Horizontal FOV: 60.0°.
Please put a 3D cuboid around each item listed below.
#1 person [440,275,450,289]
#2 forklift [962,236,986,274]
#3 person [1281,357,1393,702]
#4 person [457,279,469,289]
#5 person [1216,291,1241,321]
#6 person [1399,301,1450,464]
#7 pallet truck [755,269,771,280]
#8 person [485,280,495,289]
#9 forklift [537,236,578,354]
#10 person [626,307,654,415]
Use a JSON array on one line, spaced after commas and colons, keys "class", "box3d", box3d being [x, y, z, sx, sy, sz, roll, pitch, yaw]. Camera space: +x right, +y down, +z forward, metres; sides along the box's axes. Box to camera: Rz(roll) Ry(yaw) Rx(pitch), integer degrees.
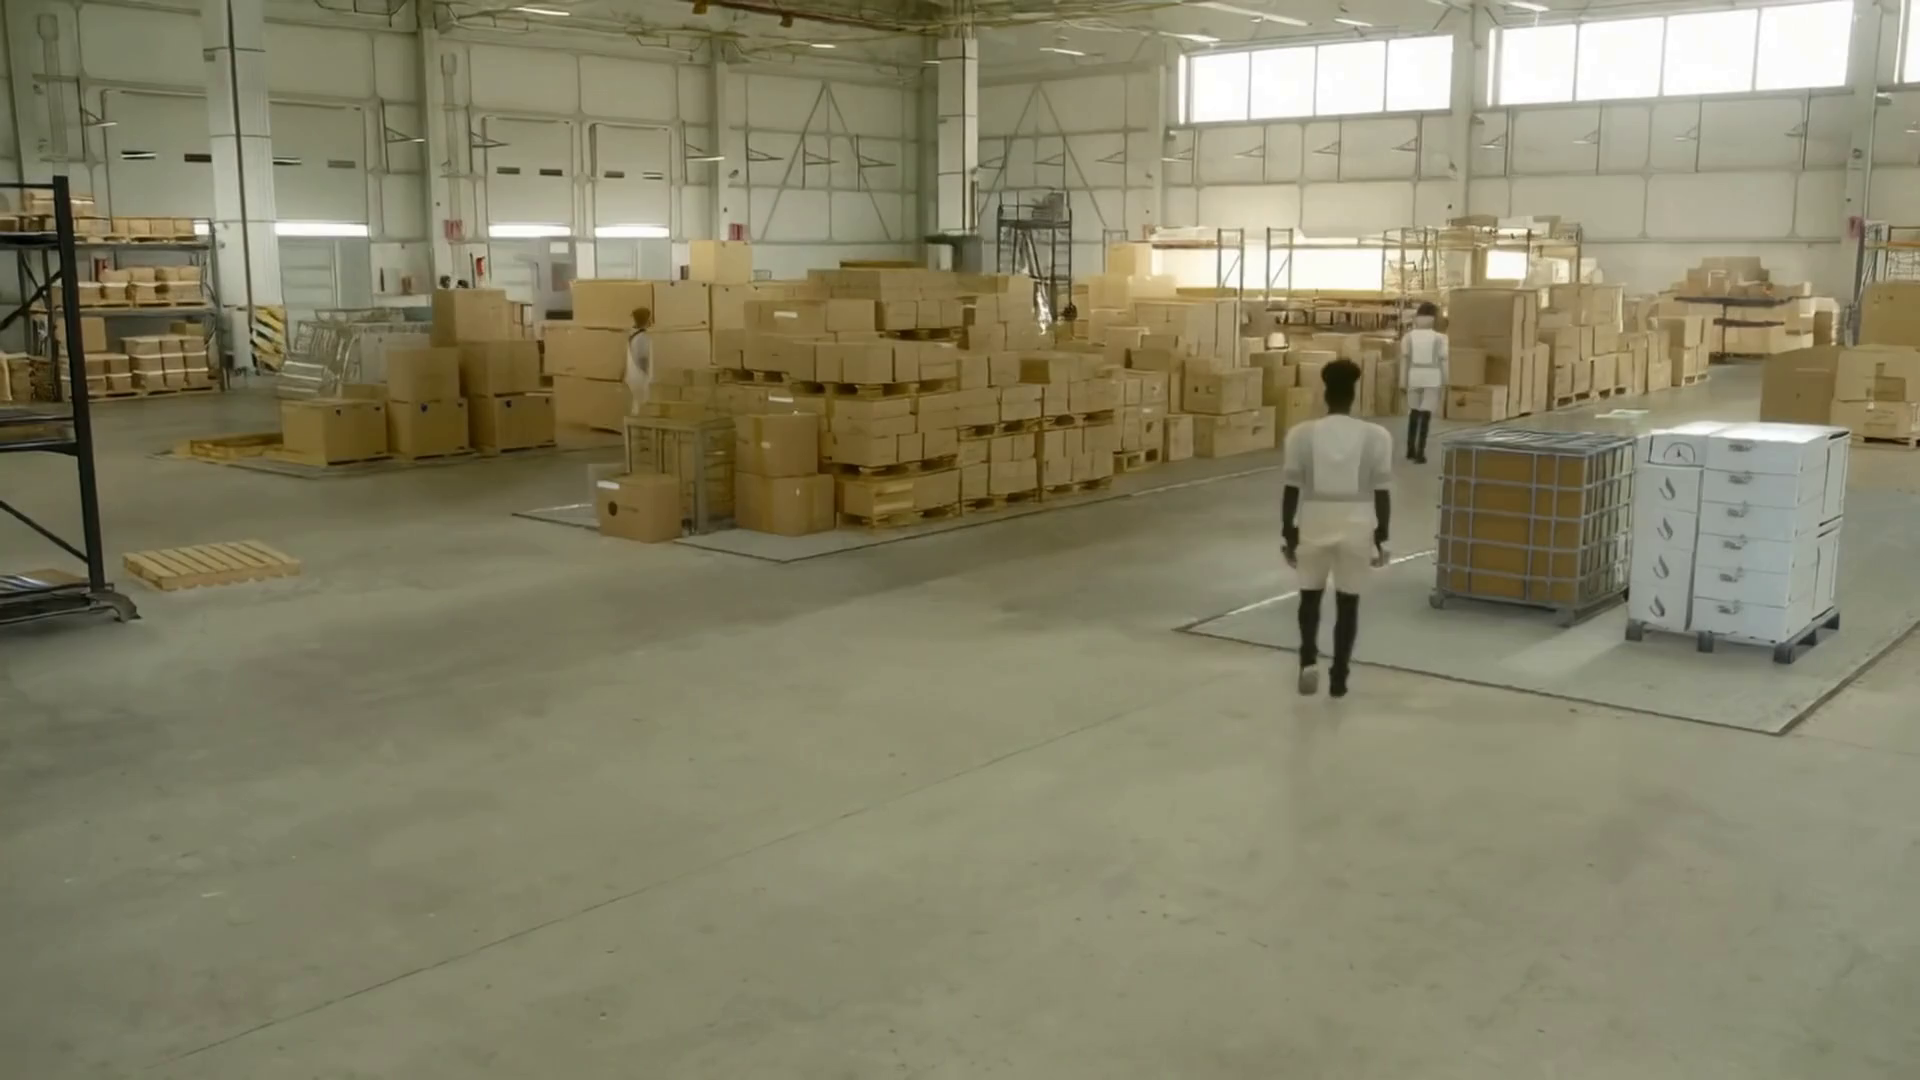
[{"class": "person", "box3d": [-11.691, -5.053, 37.872, 0.554, 1.933, 0.378, -7, 12, -35]}, {"class": "forklift", "box3d": [0.315, -5.710, 38.901, 1.873, 2.768, 1.129, 2, 10, 14]}, {"class": "person", "box3d": [2.097, -0.040, 9.276, 0.601, 1.943, 0.483, 3, 10, 16]}, {"class": "person", "box3d": [-10.762, -4.710, 36.049, 0.640, 1.883, 1.029, -2, 10, -12]}, {"class": "person", "box3d": [3.956, -2.812, 25.170, 0.605, 1.906, 0.624, 8, 13, 37]}, {"class": "person", "box3d": [5.522, -1.868, 19.759, 0.551, 1.914, 0.509, 6, 12, 32]}, {"class": "pallet truck", "box3d": [-4.996, -6.432, 45.525, 1.885, 1.965, 0.823, -6, 12, -32]}, {"class": "person", "box3d": [-10.622, -4.997, 37.845, 0.999, 1.827, 0.568, -7, 12, -35]}, {"class": "forklift", "box3d": [-9.435, -5.765, 39.216, 1.873, 2.768, 1.129, 8, 13, 40]}, {"class": "person", "box3d": [-3.789, -1.945, 20.444, 0.682, 1.828, 0.547, -6, 12, -31]}]
